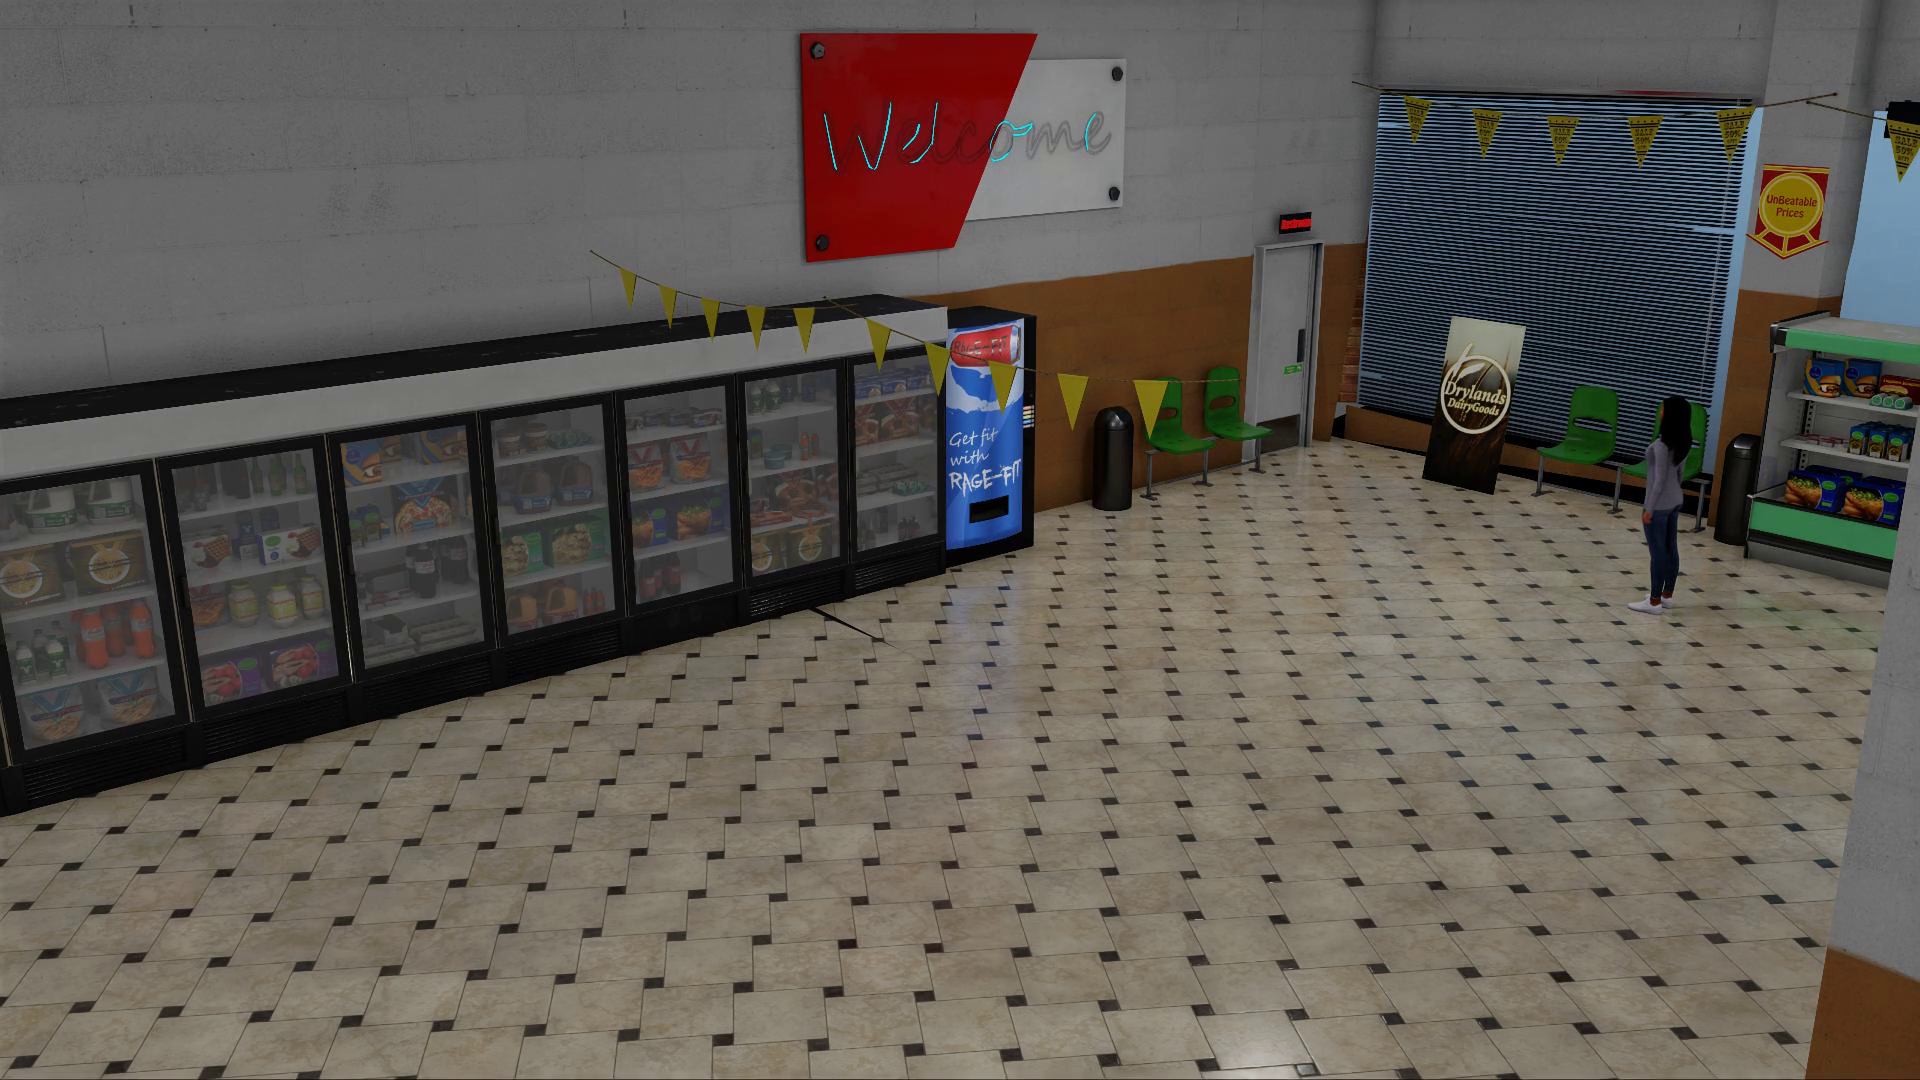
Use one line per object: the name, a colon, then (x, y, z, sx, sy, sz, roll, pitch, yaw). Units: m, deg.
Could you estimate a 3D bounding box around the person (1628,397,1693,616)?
person: (5.571, -0.277, 13.140, 0.599, 1.734, 0.508, -14, 22, -38)
